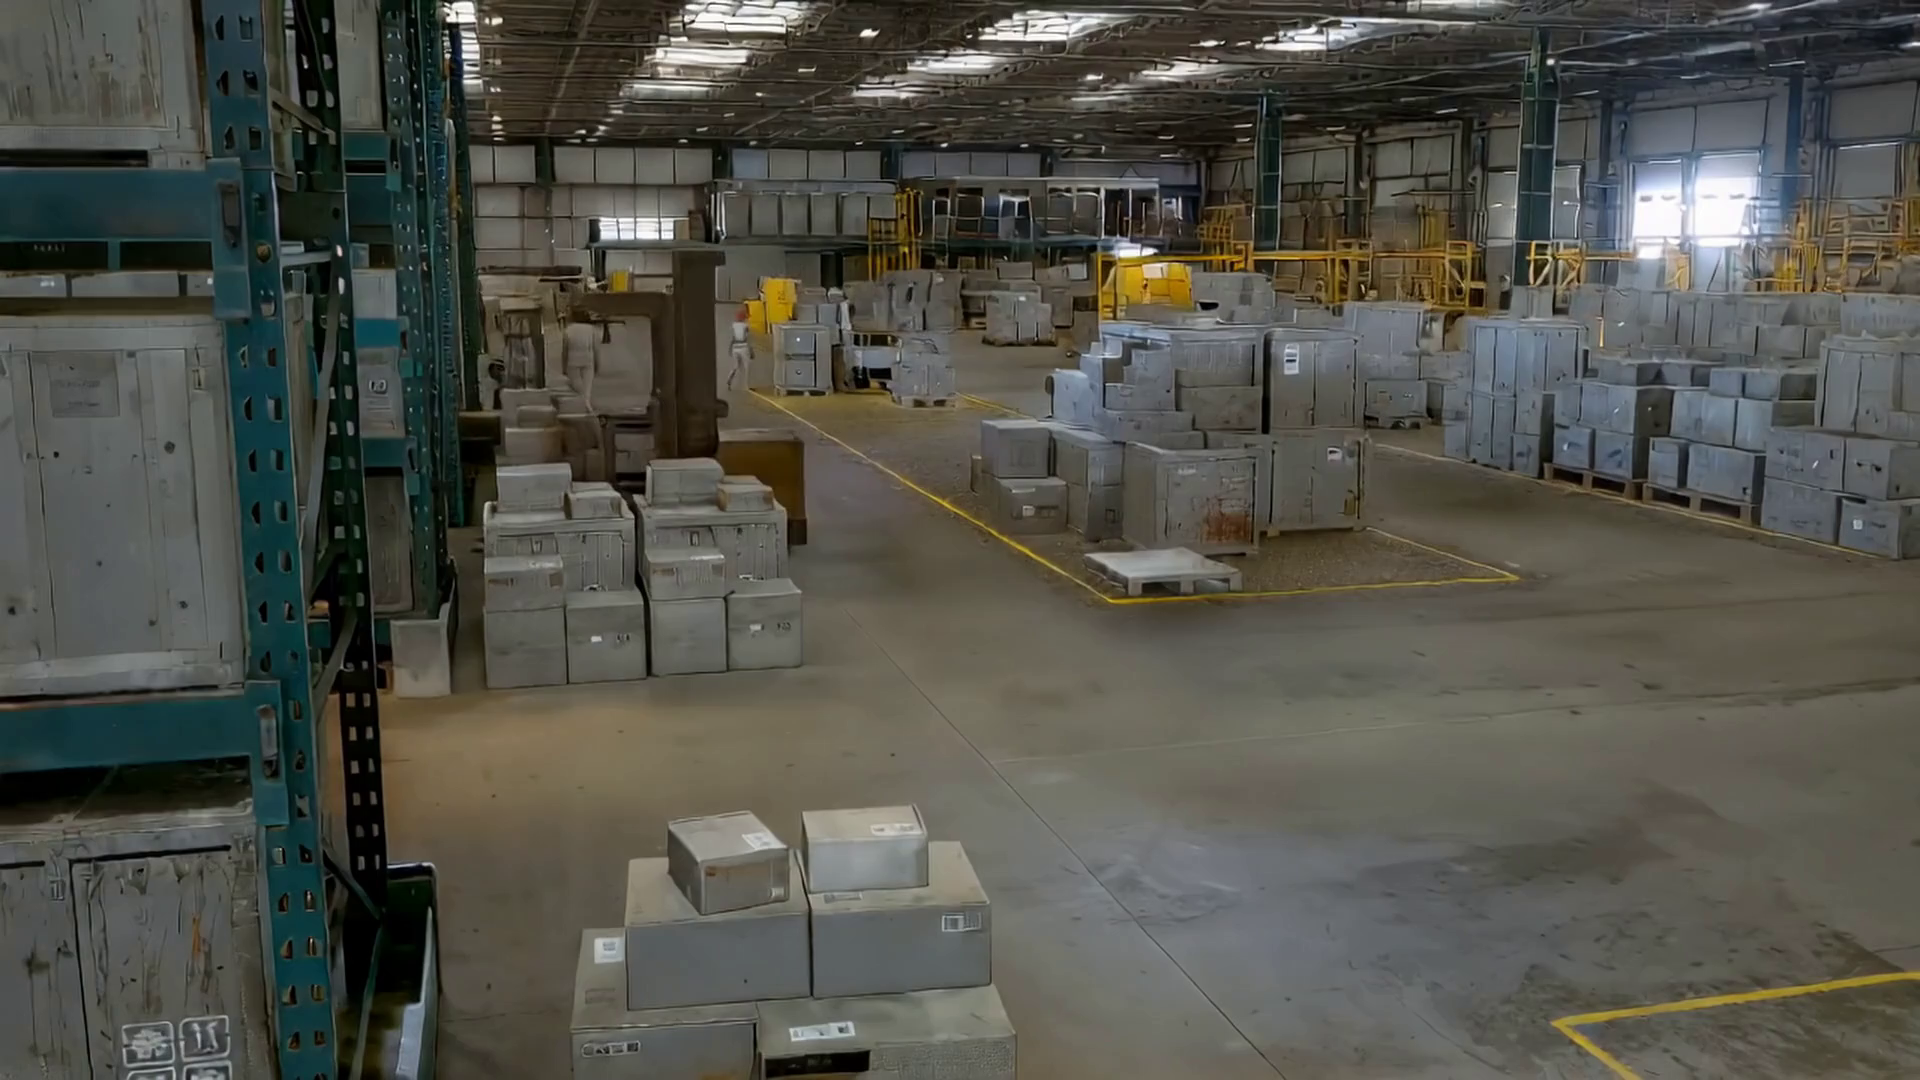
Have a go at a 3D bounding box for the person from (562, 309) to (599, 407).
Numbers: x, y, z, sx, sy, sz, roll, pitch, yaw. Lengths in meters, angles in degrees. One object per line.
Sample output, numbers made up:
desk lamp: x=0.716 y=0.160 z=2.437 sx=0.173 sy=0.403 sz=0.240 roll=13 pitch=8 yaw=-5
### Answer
person: x=-6.418 y=-2.978 z=28.020 sx=0.661 sy=1.822 sz=0.669 roll=-6 pitch=12 yaw=-29

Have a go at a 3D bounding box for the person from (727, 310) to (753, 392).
person: x=-4.349 y=-3.718 z=32.785 sx=0.565 sy=1.613 sz=0.484 roll=3 pitch=11 yaw=18

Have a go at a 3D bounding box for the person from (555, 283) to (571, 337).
person: x=-12.655 y=-7.329 z=53.038 sx=0.534 sy=1.692 sz=0.320 roll=1 pitch=10 yaw=7

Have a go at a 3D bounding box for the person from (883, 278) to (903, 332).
person: x=-2.260 y=-7.786 z=55.231 sx=0.851 sy=1.836 sz=0.513 roll=4 pitch=11 yaw=21

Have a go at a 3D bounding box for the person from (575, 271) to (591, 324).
person: x=-13.761 y=-8.826 z=60.736 sx=0.603 sy=1.967 sz=0.367 roll=-8 pitch=13 yaw=-37

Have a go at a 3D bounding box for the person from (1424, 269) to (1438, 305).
person: x=20.473 y=-10.833 z=72.312 sx=0.630 sy=1.895 sz=0.993 roll=5 pitch=11 yaw=24

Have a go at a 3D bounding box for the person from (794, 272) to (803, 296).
person: x=-5.960 y=-8.897 z=61.224 sx=0.363 sy=1.934 sz=0.553 roll=8 pitch=13 yaw=38

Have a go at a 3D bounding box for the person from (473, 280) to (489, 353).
person: x=-12.947 y=-5.980 z=44.413 sx=0.534 sy=2.000 sz=0.768 roll=-8 pitch=13 yaw=-38

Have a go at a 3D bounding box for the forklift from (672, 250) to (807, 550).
forklift: x=-2.459 y=-1.321 z=15.652 sx=1.873 sy=2.768 sz=1.129 roll=-3 pitch=10 yaw=-15

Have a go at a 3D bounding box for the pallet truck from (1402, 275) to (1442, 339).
pallet truck: x=14.620 y=-7.324 z=52.145 sx=0.823 sy=1.965 sz=1.885 roll=8 pitch=13 yaw=40

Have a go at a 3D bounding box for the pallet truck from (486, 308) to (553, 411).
pallet truck: x=-6.242 y=-2.418 z=24.362 sx=0.823 sy=1.965 sz=1.885 roll=1 pitch=10 yaw=3

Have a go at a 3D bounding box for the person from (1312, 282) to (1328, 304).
person: x=11.965 y=-7.726 z=55.305 sx=0.535 sy=1.694 sz=0.321 roll=7 pitch=12 yaw=33

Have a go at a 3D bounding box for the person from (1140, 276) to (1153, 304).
person: x=6.568 y=-8.400 z=58.681 sx=0.509 sy=1.842 sz=0.332 roll=-5 pitch=11 yaw=-28

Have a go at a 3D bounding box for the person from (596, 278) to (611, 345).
person: x=-10.462 y=-6.693 z=48.752 sx=0.373 sy=1.932 sz=0.549 roll=-3 pitch=10 yaw=-15

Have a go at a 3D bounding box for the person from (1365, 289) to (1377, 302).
person: x=9.176 y=-4.683 z=37.431 sx=0.396 sy=1.919 sz=0.581 roll=2 pitch=10 yaw=13

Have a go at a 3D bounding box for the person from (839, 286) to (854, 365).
person: x=-2.720 y=-5.179 z=40.214 sx=0.386 sy=1.921 sz=0.595 roll=1 pitch=10 yaw=8

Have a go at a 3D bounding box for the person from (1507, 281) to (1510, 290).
person: x=21.314 y=-9.350 z=63.899 sx=0.590 sy=1.903 sz=0.750 roll=5 pitch=11 yaw=26

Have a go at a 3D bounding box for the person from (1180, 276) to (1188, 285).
person: x=7.693 y=-8.170 z=57.406 sx=0.429 sy=1.841 sz=0.626 roll=-4 pitch=11 yaw=-22

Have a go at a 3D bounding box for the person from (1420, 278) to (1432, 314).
person: x=15.134 y=-7.623 z=54.007 sx=0.372 sy=1.940 sz=0.630 roll=6 pitch=12 yaw=32

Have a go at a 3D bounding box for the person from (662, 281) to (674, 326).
person: x=-9.465 y=-7.610 z=54.477 sx=0.547 sy=1.733 sz=0.800 roll=5 pitch=11 yaw=25

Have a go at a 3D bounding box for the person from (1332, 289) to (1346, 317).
person: x=8.882 y=-4.898 z=38.768 sx=0.355 sy=1.876 sz=0.574 roll=-7 pitch=12 yaw=-33

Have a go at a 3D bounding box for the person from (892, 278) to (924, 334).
person: x=-1.727 y=-7.621 z=54.302 sx=1.077 sy=1.848 sz=0.621 roll=-3 pitch=11 yaw=-18

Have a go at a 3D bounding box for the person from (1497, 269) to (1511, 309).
person: x=22.693 y=-10.324 z=69.319 sx=0.631 sy=1.938 sz=1.045 roll=-1 pitch=10 yaw=-4

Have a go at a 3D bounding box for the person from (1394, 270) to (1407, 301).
person: x=19.495 y=-11.011 z=73.482 sx=0.429 sy=1.838 sz=0.621 roll=-7 pitch=12 yaw=-35
